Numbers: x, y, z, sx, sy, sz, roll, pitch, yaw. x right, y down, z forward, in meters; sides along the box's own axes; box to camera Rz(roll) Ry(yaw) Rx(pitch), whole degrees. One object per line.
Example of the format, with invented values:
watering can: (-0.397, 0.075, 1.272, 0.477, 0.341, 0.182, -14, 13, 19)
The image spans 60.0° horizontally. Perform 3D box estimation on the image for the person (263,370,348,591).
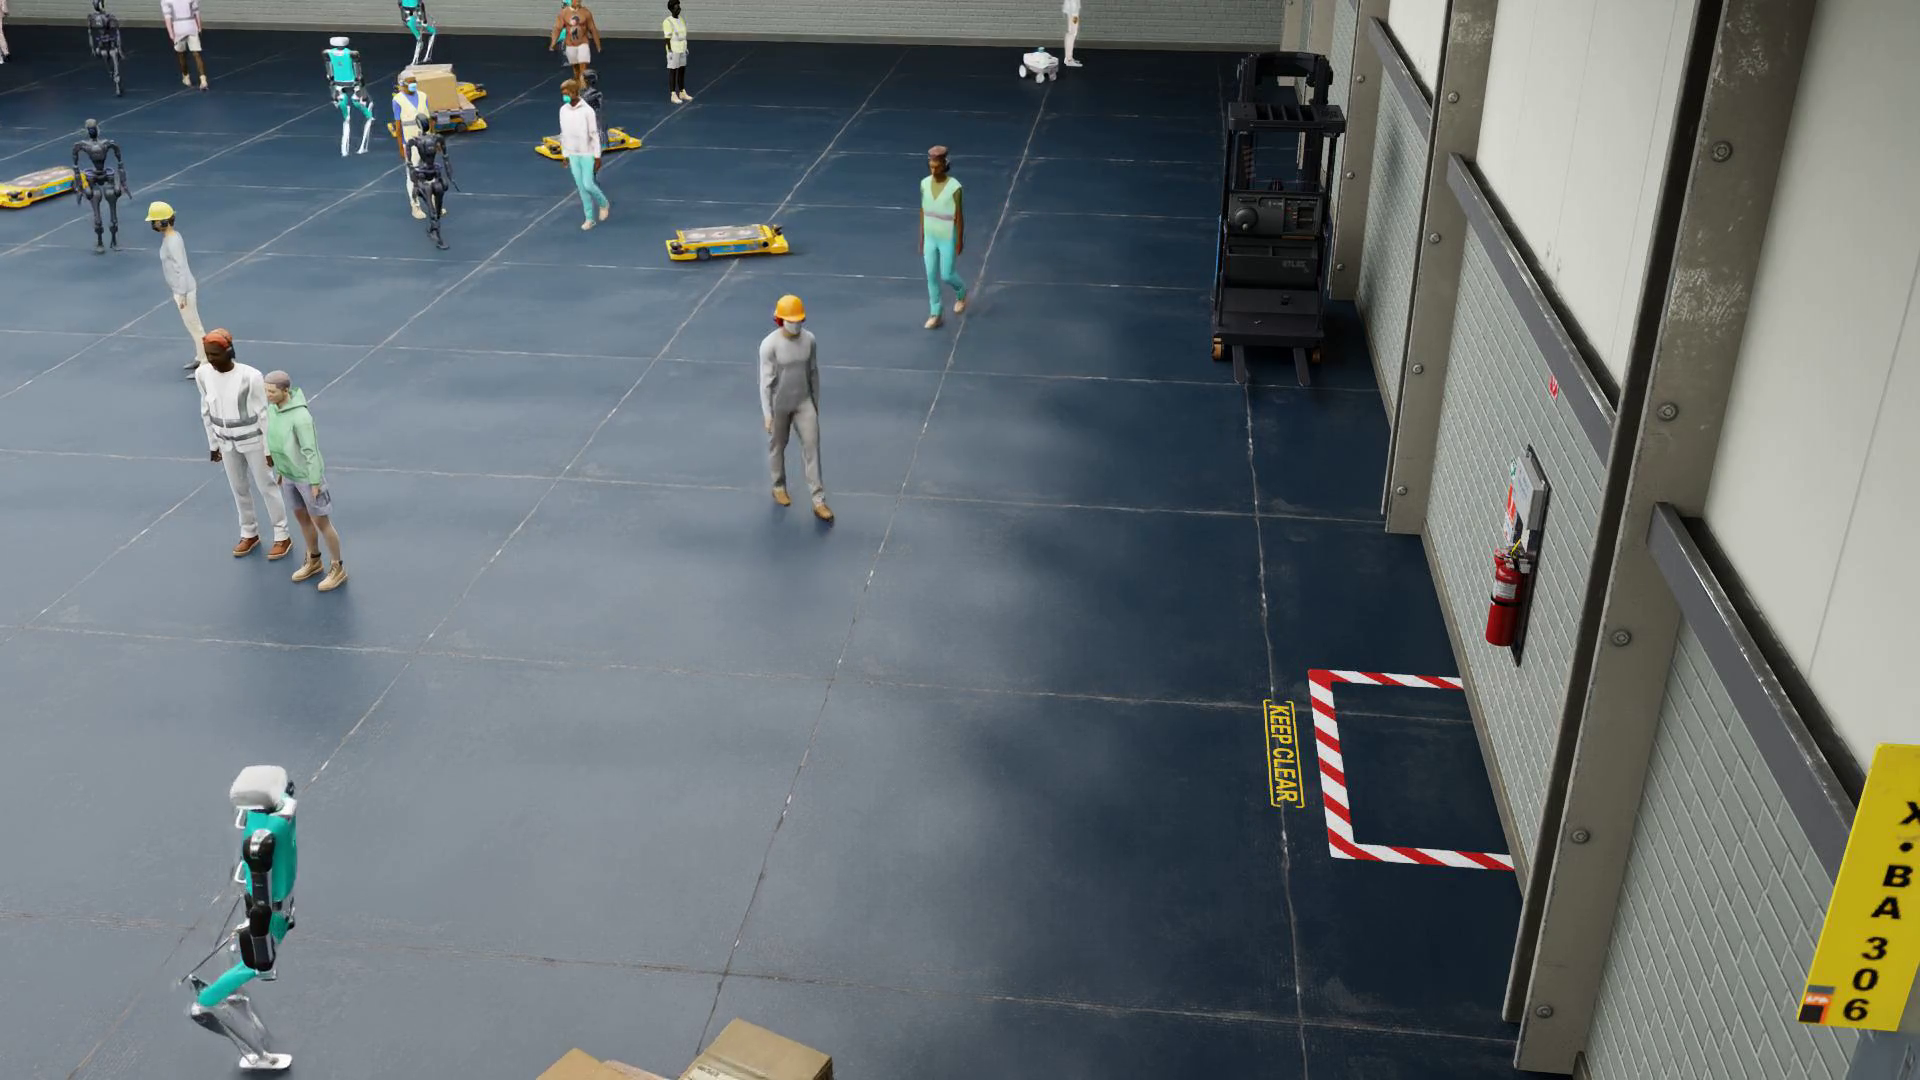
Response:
person: (-4.914, -0.459, 12.423, 0.471, 1.734, 0.324, 16, 31, 29)

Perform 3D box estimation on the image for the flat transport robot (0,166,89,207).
flat transport robot: (-12.624, -4.846, 22.813, 0.659, 0.231, 1.431, 9, 28, 17)

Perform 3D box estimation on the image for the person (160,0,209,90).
person: (-13.472, -8.862, 28.913, 0.609, 1.996, 1.047, -16, 31, -29)

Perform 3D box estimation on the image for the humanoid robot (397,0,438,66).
humanoid robot: (-9.982, -9.642, 30.758, 0.540, 1.773, 0.823, 9, 28, 17)

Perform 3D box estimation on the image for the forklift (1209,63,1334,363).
forklift: (3.241, -3.477, 17.183, 1.129, 2.768, 1.873, 3, 27, 6)

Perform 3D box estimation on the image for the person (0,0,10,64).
person: (-18.121, -9.846, 30.979, 0.473, 1.889, 0.680, 18, 32, 31)

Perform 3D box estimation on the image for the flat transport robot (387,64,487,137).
flat transport robot: (-8.268, -6.582, 26.278, 1.431, 0.231, 0.659, -12, 29, -22)

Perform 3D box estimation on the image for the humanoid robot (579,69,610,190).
humanoid robot: (-5.029, -5.609, 22.776, 0.609, 1.637, 0.497, 21, 33, 36)

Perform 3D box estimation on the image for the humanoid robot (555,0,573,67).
humanoid robot: (-7.243, -9.487, 30.452, 0.859, 1.788, 0.550, -19, 32, -33)

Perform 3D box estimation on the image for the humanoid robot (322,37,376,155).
humanoid robot: (-9.022, -6.602, 24.671, 0.558, 1.754, 0.734, 0, 27, 1)

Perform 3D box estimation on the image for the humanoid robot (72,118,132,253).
humanoid robot: (-10.413, -4.298, 20.159, 0.604, 1.640, 0.435, -17, 31, -30)

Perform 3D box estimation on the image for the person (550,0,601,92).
person: (-6.509, -8.372, 28.127, 0.794, 1.800, 0.912, -2, 27, -5)

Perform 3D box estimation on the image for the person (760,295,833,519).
person: (-1.342, -1.063, 13.488, 0.583, 1.857, 0.915, -13, 29, -24)

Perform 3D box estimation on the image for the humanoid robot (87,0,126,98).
humanoid robot: (-14.557, -8.386, 28.339, 0.587, 1.626, 0.738, 0, 27, 0)

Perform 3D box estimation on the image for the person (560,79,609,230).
person: (-4.797, -4.884, 21.084, 0.496, 1.894, 0.471, 10, 28, 18)

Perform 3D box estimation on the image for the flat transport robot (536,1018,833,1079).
flat transport robot: (-1.286, 2.996, 7.157, 0.659, 0.231, 1.431, 11, 29, 21)

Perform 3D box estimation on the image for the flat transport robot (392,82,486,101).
flat transport robot: (-8.924, -7.686, 28.482, 1.431, 0.231, 0.659, 8, 28, 16)

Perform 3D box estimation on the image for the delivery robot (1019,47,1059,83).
delivery robot: (1.425, -8.526, 29.861, 0.523, 0.614, 0.785, -16, 31, -29)

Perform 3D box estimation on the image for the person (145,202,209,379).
person: (-7.689, -2.460, 16.378, 0.325, 1.766, 0.532, -12, 29, -23)

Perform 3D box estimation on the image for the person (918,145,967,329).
person: (-0.183, -3.251, 17.743, 0.481, 1.961, 0.555, 14, 30, 26)

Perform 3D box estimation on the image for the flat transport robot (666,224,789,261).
flat transport robot: (-2.866, -3.658, 20.440, 1.431, 0.231, 0.659, -6, 27, -13)

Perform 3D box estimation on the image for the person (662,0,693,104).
person: (-4.751, -8.227, 27.966, 0.318, 1.696, 0.535, 13, 30, 25)

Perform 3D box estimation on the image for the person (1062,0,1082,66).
person: (2.090, -9.767, 30.845, 0.400, 1.875, 0.498, 0, 27, 0)

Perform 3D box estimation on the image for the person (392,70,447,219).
person: (-7.066, -5.143, 21.602, 0.400, 1.888, 0.522, 23, 34, 38)

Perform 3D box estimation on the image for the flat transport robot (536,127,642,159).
flat transport robot: (-5.602, -5.981, 25.078, 1.431, 0.231, 0.659, -18, 32, -31)

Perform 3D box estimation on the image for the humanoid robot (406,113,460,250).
humanoid robot: (-6.540, -4.439, 20.501, 0.599, 1.653, 0.763, -23, 35, -39)

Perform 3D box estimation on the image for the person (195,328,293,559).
person: (-5.537, -0.742, 12.832, 0.571, 1.876, 0.350, 5, 27, 10)

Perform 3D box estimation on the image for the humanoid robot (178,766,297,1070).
humanoid robot: (-3.403, 1.875, 7.825, 0.778, 1.826, 0.555, -4, 27, -7)
